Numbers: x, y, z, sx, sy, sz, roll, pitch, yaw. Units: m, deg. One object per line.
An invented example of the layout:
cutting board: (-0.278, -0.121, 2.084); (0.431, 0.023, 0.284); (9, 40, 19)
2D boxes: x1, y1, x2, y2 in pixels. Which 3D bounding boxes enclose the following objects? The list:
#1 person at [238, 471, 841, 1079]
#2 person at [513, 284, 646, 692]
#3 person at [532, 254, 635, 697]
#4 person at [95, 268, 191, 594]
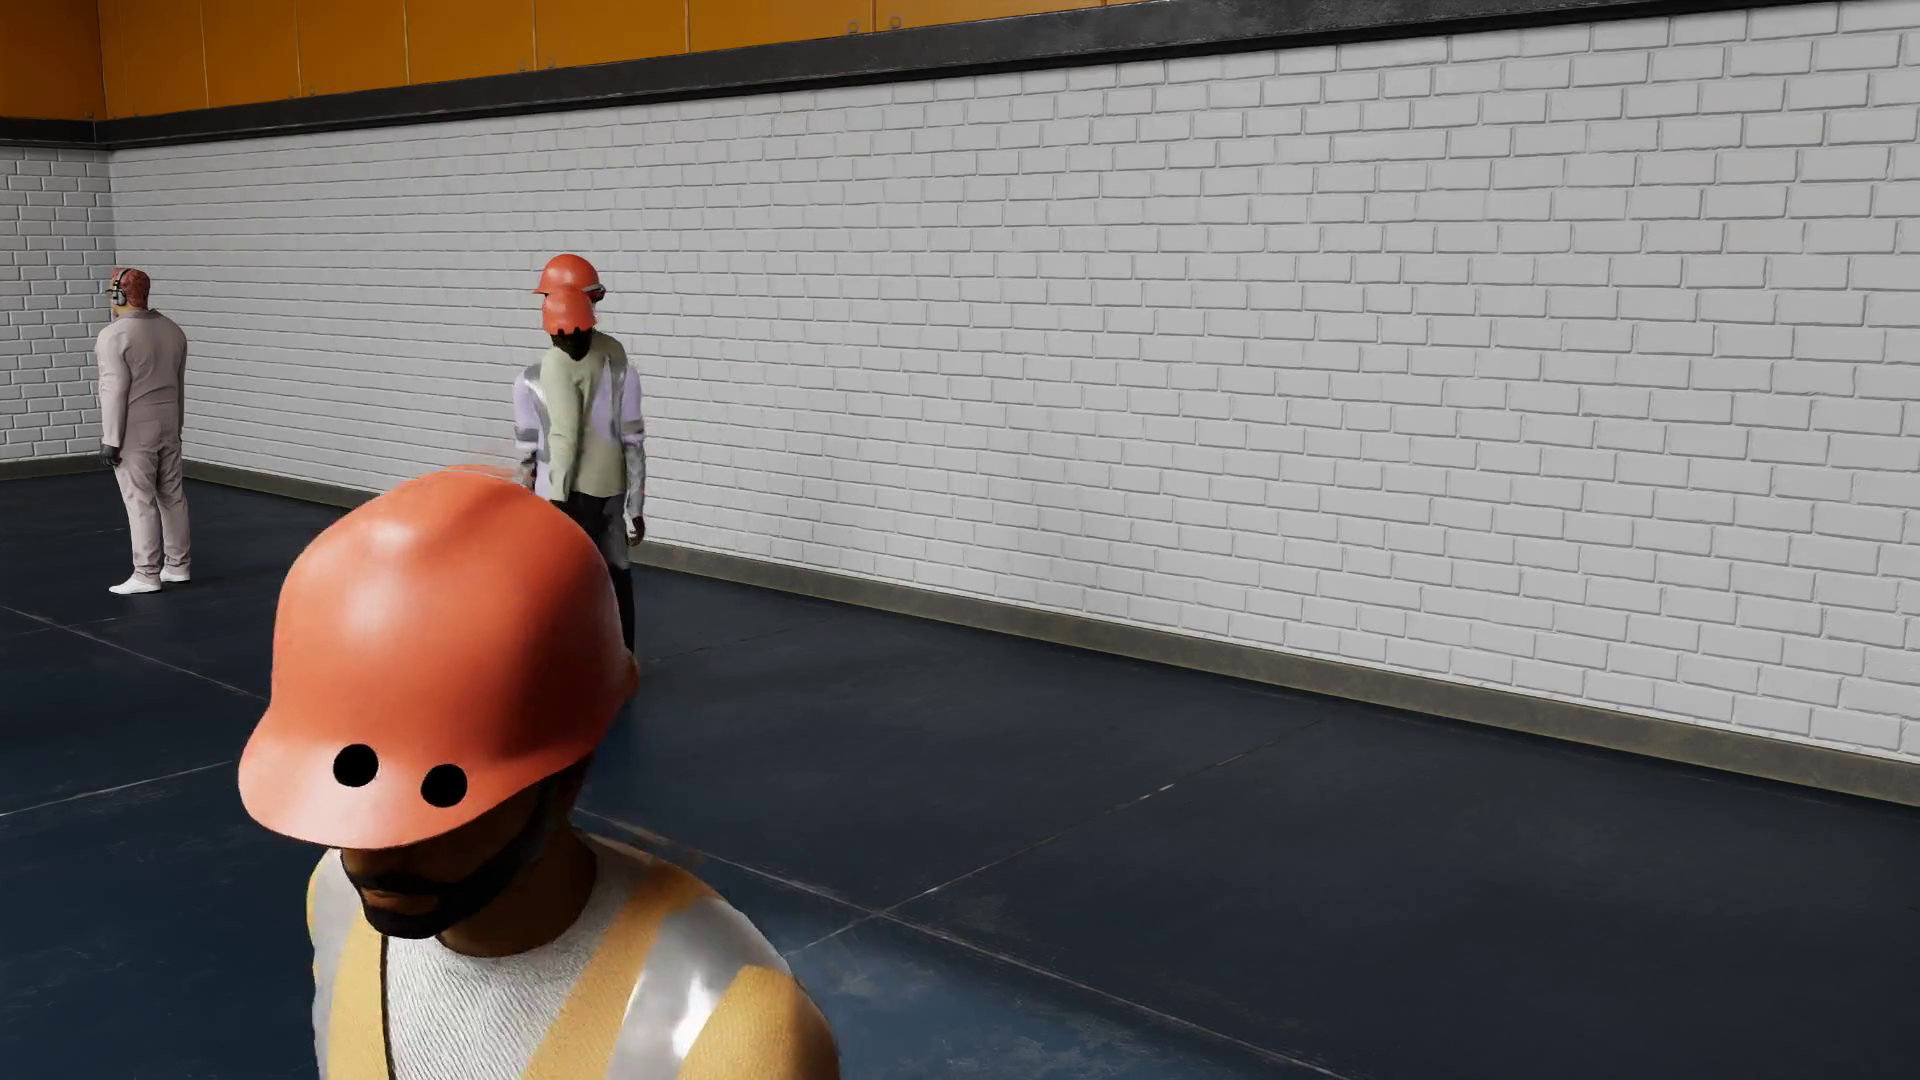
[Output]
person: (-0.353, 0.858, 1.398); (0.548, 1.862, 0.968); (4, 11, 24)
person: (-1.661, -0.176, 7.301); (0.550, 1.879, 0.732); (-3, 10, -18)
person: (-1.650, -0.238, 7.265); (0.386, 1.996, 0.610); (3, 10, 15)
person: (-4.825, -0.637, 9.790); (0.410, 1.909, 0.643); (2, 10, 12)
